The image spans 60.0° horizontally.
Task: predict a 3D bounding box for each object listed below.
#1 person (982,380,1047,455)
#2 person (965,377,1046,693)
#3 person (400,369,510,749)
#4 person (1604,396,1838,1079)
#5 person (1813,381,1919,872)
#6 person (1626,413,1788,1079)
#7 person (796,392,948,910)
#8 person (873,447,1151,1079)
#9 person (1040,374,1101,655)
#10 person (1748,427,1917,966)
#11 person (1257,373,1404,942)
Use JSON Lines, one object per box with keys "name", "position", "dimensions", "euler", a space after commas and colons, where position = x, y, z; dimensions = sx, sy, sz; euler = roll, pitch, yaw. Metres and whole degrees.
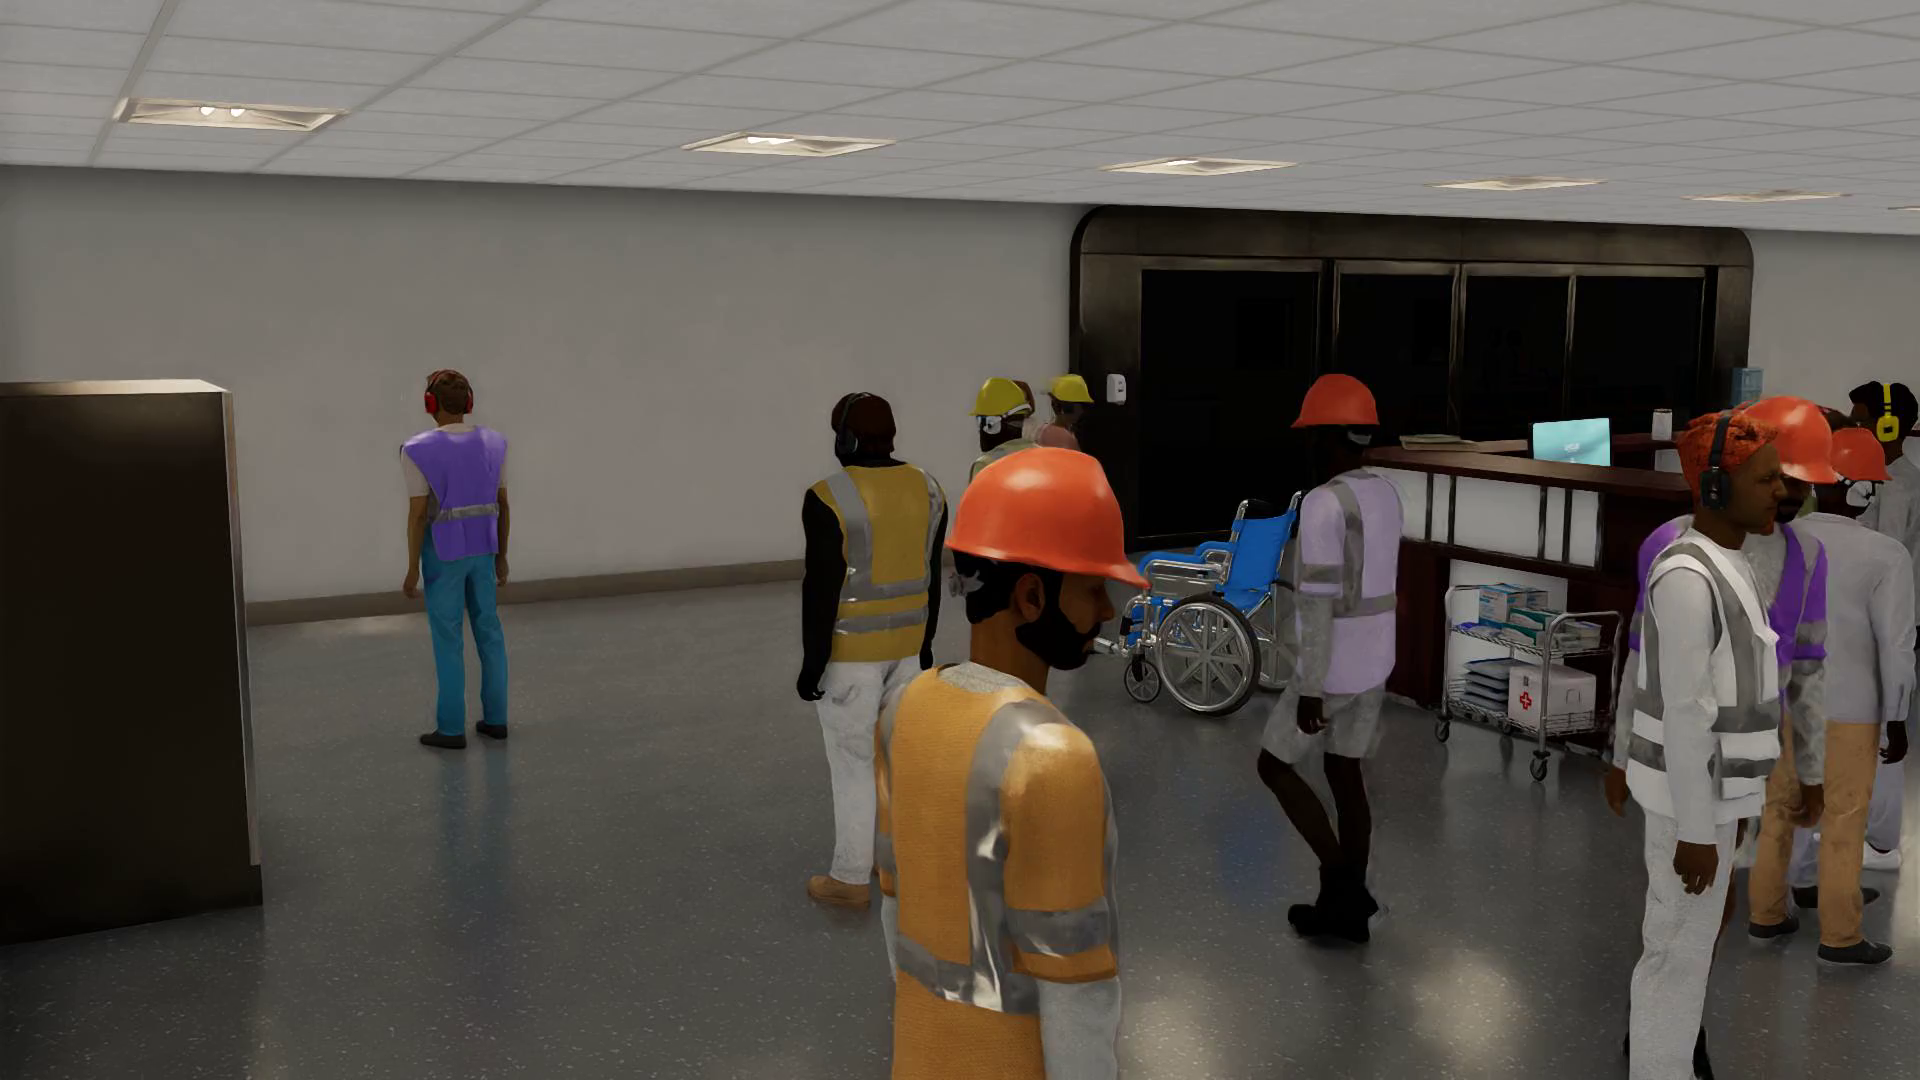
{"name": "person", "position": [0.404, -0.347, 12.101], "dimensions": [0.504, 1.627, 0.286], "euler": [-1, 8, -10]}
{"name": "person", "position": [0.209, 0.167, 7.663], "dimensions": [0.403, 1.824, 0.598], "euler": [5, 9, 32]}
{"name": "person", "position": [-2.429, 0.096, 8.097], "dimensions": [0.372, 1.840, 0.570], "euler": [7, 10, 40]}
{"name": "person", "position": [2.057, 0.577, 4.381], "dimensions": [0.571, 1.901, 0.713], "euler": [-2, 8, -17]}
{"name": "person", "position": [3.500, 0.329, 6.351], "dimensions": [0.326, 1.863, 0.508], "euler": [4, 9, 29]}
{"name": "person", "position": [1.820, 0.634, 4.058], "dimensions": [0.355, 1.882, 0.576], "euler": [5, 9, 30]}
{"name": "person", "position": [-0.337, 0.391, 5.974], "dimensions": [0.637, 1.840, 0.429], "euler": [-8, 11, -44]}
{"name": "person", "position": [0.089, 0.826, 2.495], "dimensions": [0.375, 1.930, 0.542], "euler": [-4, 9, -28]}
{"name": "person", "position": [0.666, -0.121, 10.022], "dimensions": [0.692, 1.739, 0.547], "euler": [-1, 8, -8]}
{"name": "person", "position": [2.846, 0.505, 5.449], "dimensions": [0.330, 1.750, 0.573], "euler": [-5, 9, -30]}
{"name": "person", "position": [1.244, 0.407, 5.567], "dimensions": [0.409, 1.918, 0.564], "euler": [7, 11, 42]}
